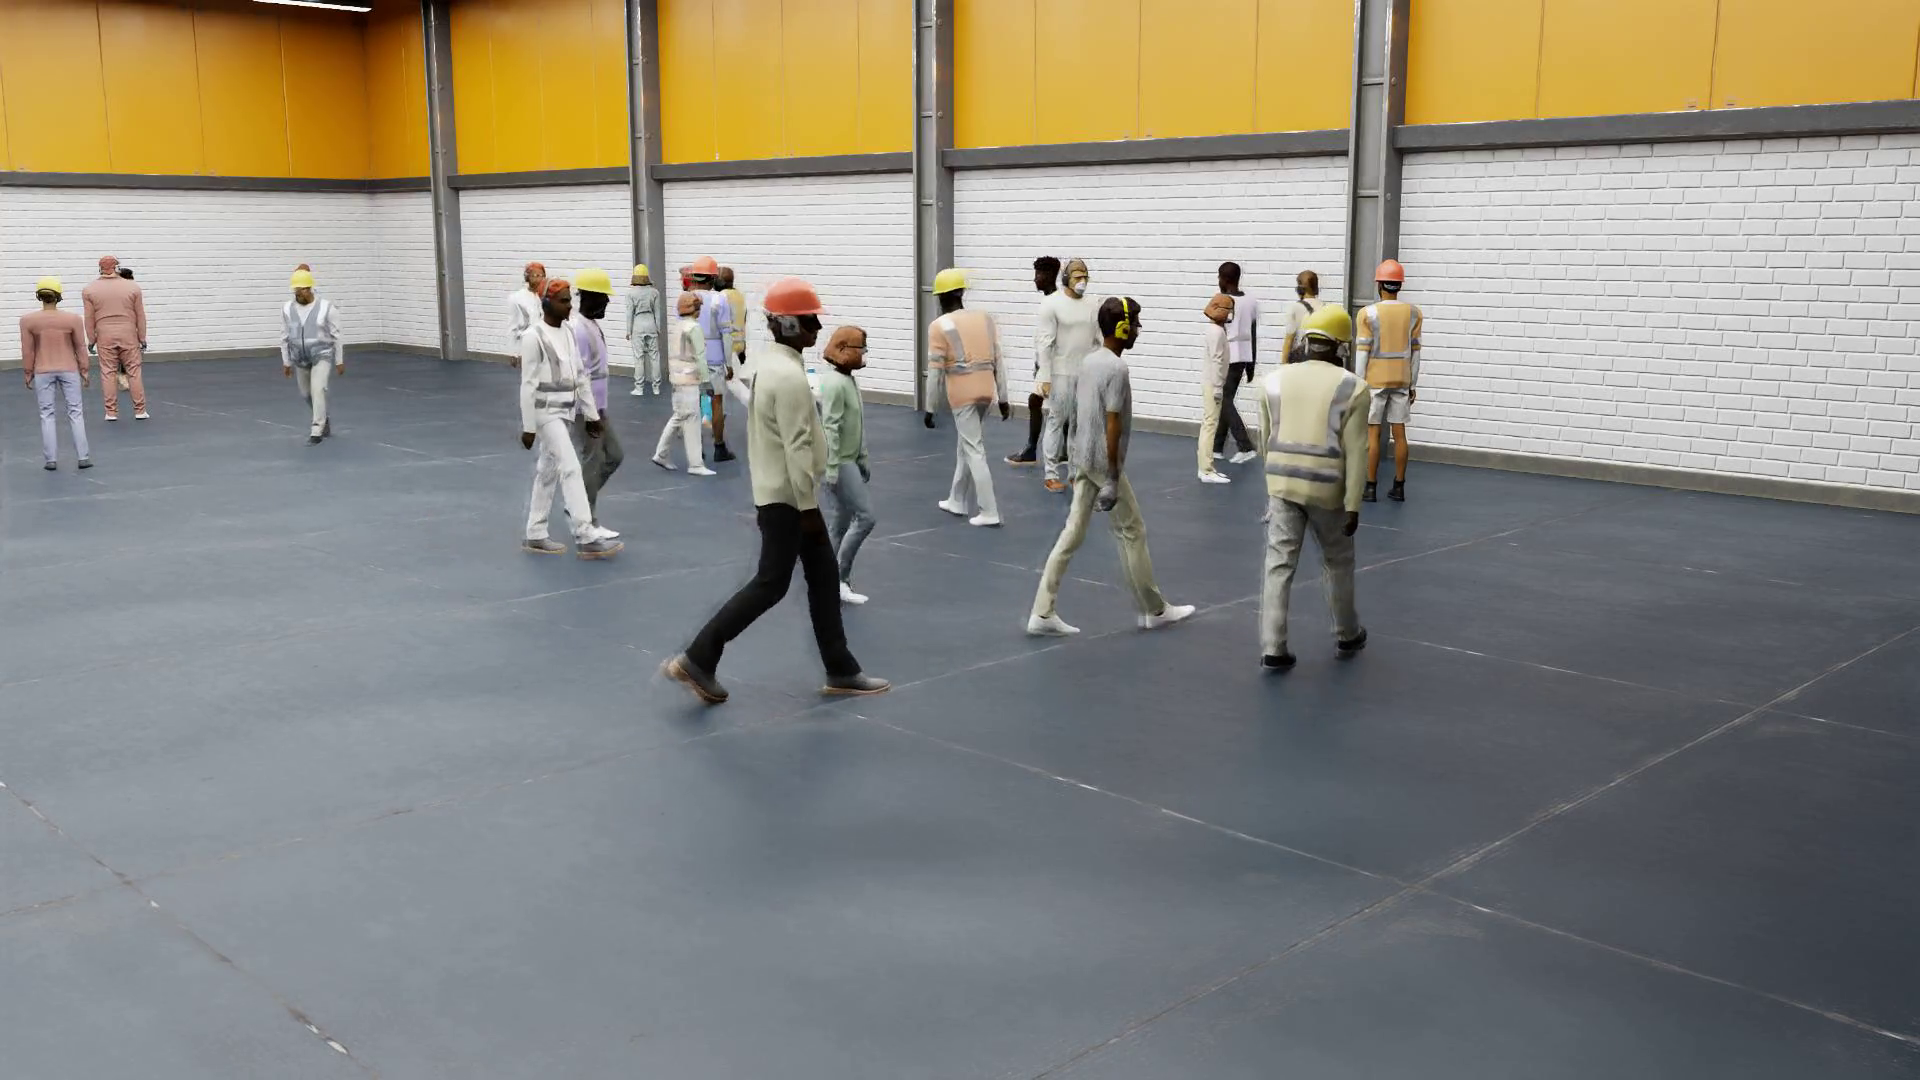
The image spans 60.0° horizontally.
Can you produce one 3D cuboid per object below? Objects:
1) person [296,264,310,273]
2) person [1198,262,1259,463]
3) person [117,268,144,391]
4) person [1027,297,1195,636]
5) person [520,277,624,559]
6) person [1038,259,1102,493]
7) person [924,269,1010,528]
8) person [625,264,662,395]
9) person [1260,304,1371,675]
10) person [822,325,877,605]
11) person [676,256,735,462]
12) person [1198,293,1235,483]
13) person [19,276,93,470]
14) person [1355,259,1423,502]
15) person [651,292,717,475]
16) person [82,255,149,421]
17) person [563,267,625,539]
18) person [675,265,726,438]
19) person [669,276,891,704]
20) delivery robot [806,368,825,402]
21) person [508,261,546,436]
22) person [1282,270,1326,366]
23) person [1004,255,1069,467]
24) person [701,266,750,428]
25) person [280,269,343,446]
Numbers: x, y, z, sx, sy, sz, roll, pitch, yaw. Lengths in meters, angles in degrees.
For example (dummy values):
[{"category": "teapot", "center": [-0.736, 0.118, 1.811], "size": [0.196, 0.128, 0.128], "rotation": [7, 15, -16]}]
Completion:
[{"category": "person", "center": [-11.204, -3.894, 28.486], "size": [0.266, 1.632, 0.509], "rotation": [-8, 13, -39]}, {"category": "person", "center": [2.538, -1.673, 15.684], "size": [0.607, 1.892, 0.816], "rotation": [-9, 13, -39]}, {"category": "person", "center": [-11.337, -2.855, 22.671], "size": [0.363, 1.686, 0.537], "rotation": [-5, 11, -25]}, {"category": "person", "center": [0.789, -0.382, 8.874], "size": [0.980, 1.810, 0.508], "rotation": [-5, 11, -24]}, {"category": "person", "center": [-2.556, -0.795, 11.010], "size": [0.887, 1.852, 0.580], "rotation": [2, 11, 12]}, {"category": "person", "center": [0.928, -1.363, 13.859], "size": [0.635, 1.936, 0.354], "rotation": [-7, 12, -33]}, {"category": "person", "center": [-0.016, -1.047, 12.287], "size": [0.608, 1.872, 0.917], "rotation": [-9, 14, -42]}, {"category": "person", "center": [-4.252, -2.816, 22.309], "size": [0.485, 1.745, 0.296], "rotation": [-6, 12, -30]}, {"category": "person", "center": [1.778, -0.261, 8.243], "size": [0.612, 1.791, 0.872], "rotation": [7, 12, 32]}, {"category": "person", "center": [-0.628, -0.420, 9.557], "size": [0.387, 1.615, 0.531], "rotation": [1, 10, 6]}, {"category": "person", "center": [-2.396, -1.706, 15.727], "size": [0.552, 1.935, 0.368], "rotation": [3, 11, 13]}, {"category": "person", "center": [2.225, -1.318, 14.441], "size": [0.288, 1.632, 0.501], "rotation": [1, 10, 5]}, {"category": "person", "center": [-8.240, -1.518, 15.173], "size": [0.533, 1.767, 0.326], "rotation": [-5, 12, -26]}, {"category": "person", "center": [3.405, -1.265, 13.325], "size": [0.545, 1.938, 0.362], "rotation": [-2, 11, -9]}, {"category": "person", "center": [-2.464, -1.382, 14.795], "size": [0.472, 1.639, 0.686], "rotation": [-4, 11, -21]}, {"category": "person", "center": [-9.722, -2.321, 19.186], "size": [0.636, 1.903, 0.404], "rotation": [-5, 11, -24]}, {"category": "person", "center": [-2.585, -0.949, 11.687], "size": [0.402, 1.905, 0.614], "rotation": [0, 10, -3]}, {"category": "person", "center": [-2.692, -1.926, 17.247], "size": [0.632, 1.824, 0.579], "rotation": [6, 12, 30]}, {"category": "person", "center": [-0.838, -0.209, 7.534], "size": [0.973, 1.966, 0.619], "rotation": [-2, 11, -8]}, {"category": "delivery robot", "center": [-1.772, -1.802, 19.771], "size": [0.707, 0.478, 0.477], "rotation": [8, 13, 39]}, {"category": "person", "center": [-4.588, -2.062, 17.877], "size": [0.586, 1.866, 0.677], "rotation": [-8, 13, -36]}, {"category": "person", "center": [3.101, -1.502, 14.939], "size": [0.556, 1.817, 0.433], "rotation": [-4, 11, -19]}, {"category": "person", "center": [0.724, -1.636, 15.328], "size": [0.823, 1.937, 0.642], "rotation": [0, 10, -1]}, {"category": "person", "center": [-2.518, -2.098, 18.237], "size": [0.924, 1.809, 0.629], "rotation": [3, 11, 14]}, {"category": "person", "center": [-6.669, -1.898, 17.187], "size": [0.602, 1.797, 0.827], "rotation": [0, 10, 2]}]
